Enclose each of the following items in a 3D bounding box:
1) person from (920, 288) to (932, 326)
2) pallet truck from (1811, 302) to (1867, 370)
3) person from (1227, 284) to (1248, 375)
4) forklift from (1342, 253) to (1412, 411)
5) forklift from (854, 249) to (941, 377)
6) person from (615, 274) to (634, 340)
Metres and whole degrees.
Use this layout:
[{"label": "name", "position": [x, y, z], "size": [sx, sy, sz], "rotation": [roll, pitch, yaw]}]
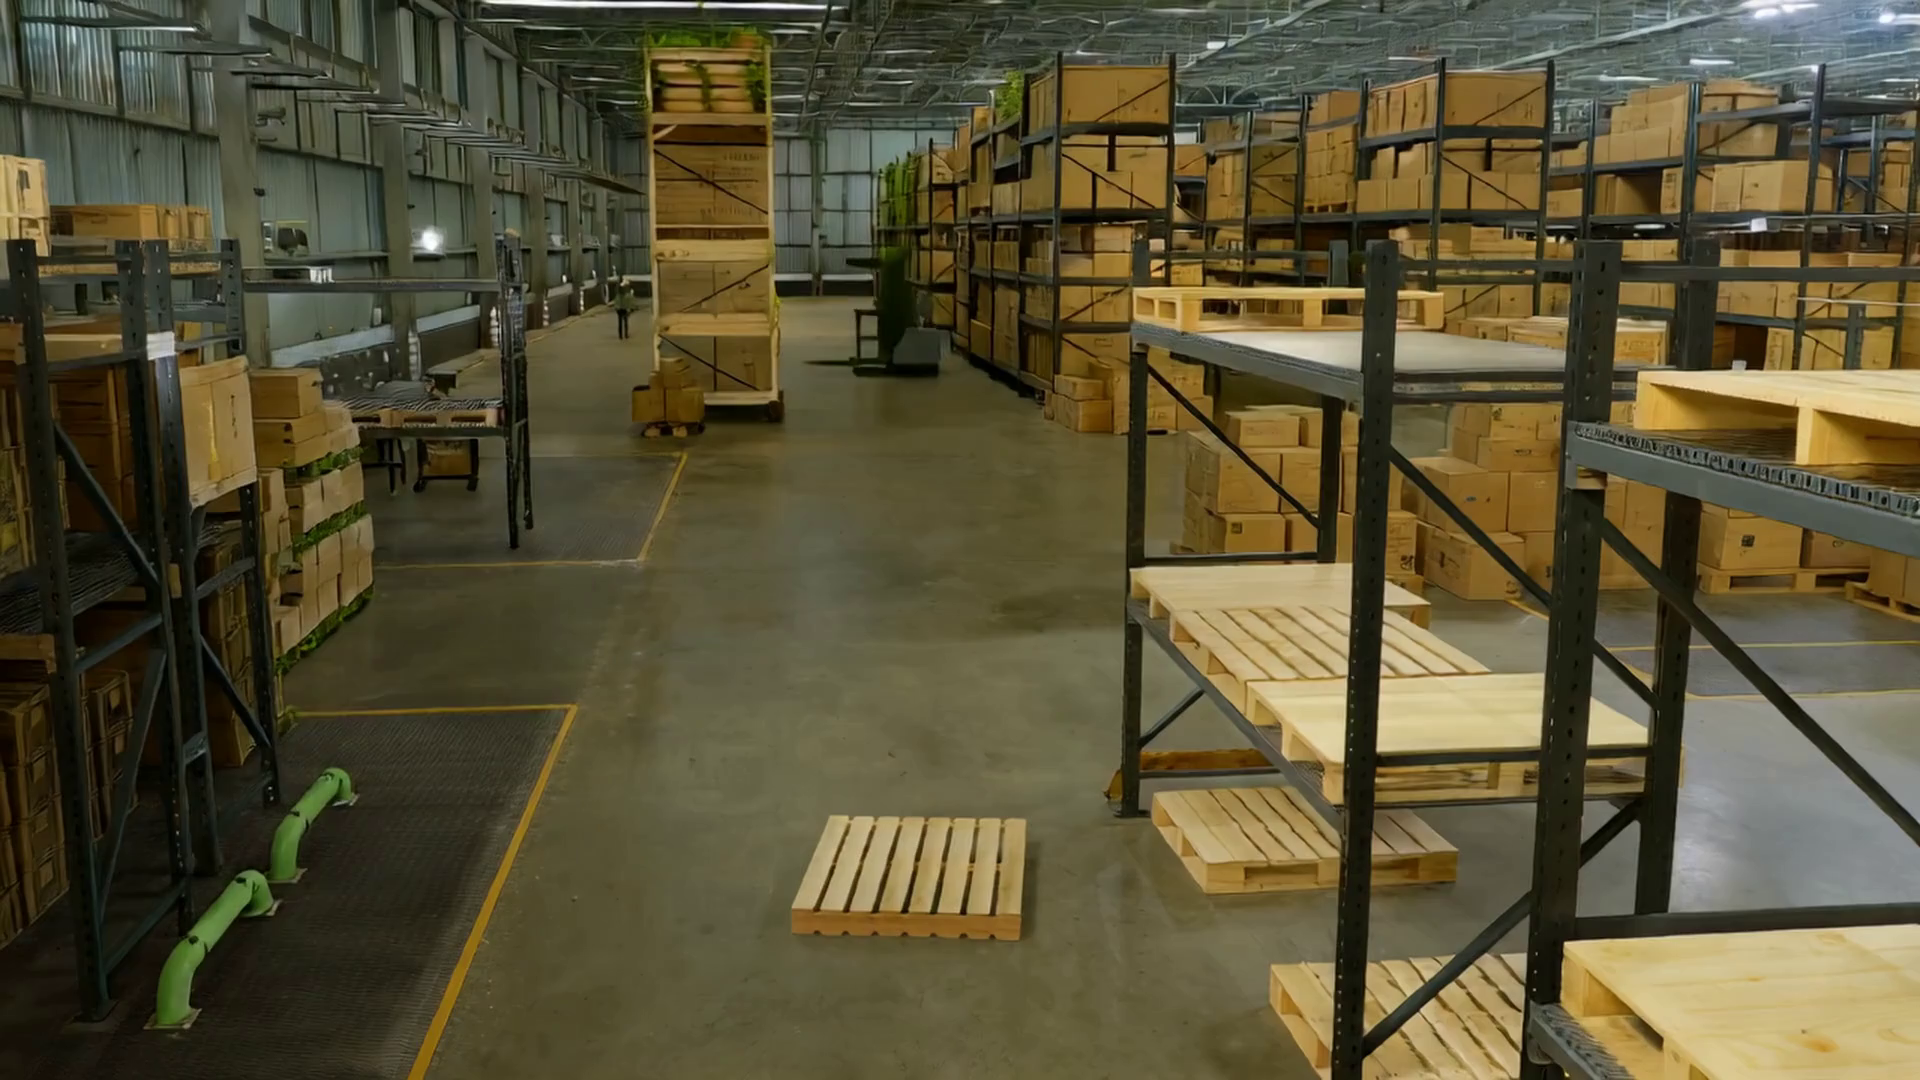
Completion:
[{"label": "person", "position": [-0.996, -6.634, 49.178], "size": [0.402, 1.614, 0.563], "rotation": [6, 12, 31]}, {"label": "pallet truck", "position": [15.846, -3.142, 28.793], "size": [1.885, 1.965, 0.823], "rotation": [2, 10, 12]}, {"label": "person", "position": [6.316, -4.749, 37.569], "size": [0.605, 2.044, 0.374], "rotation": [-6, 12, -32]}, {"label": "forklift", "position": [6.602, -3.145, 26.360], "size": [1.129, 2.768, 1.873], "rotation": [-1, 10, -6]}, {"label": "forklift", "position": [-1.409, -5.044, 36.882], "size": [1.873, 2.768, 1.129], "rotation": [-1, 10, -6]}, {"label": "person", "position": [-10.224, -7.109, 50.774], "size": [0.396, 1.993, 0.617], "rotation": [9, 13, 40]}]
